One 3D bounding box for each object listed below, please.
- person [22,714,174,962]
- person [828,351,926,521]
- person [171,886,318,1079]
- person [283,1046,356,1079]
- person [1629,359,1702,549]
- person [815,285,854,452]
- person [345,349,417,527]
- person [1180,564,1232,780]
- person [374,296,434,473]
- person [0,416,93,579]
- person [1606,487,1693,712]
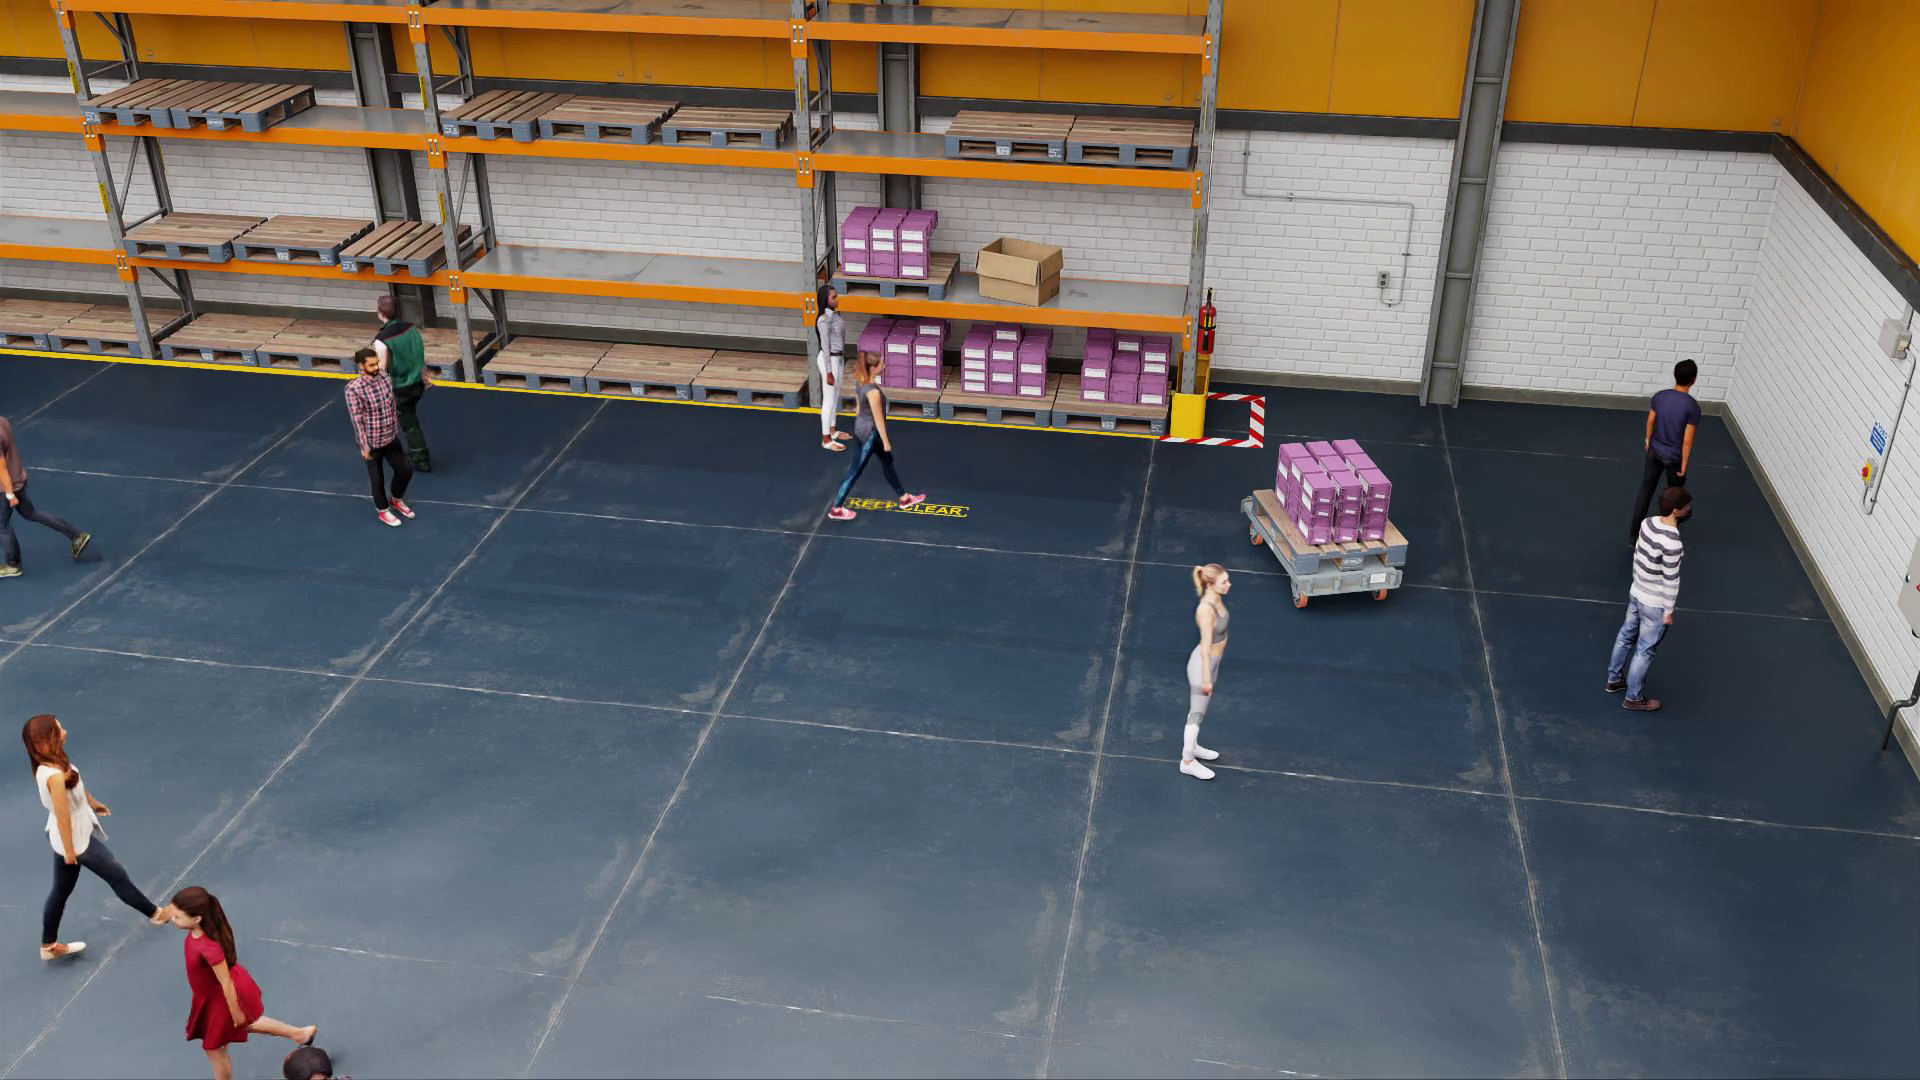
[{"bbox_3d":[-5.557,1.867,10.238,1.122,1.737,1.098,-20,35,-33],"label":"person"},{"bbox_3d":[-0.921,-0.912,15.410,1.248,1.664,0.954,-9,30,-16],"label":"person"},{"bbox_3d":[-4.036,2.505,9.284,1.010,1.531,0.907,-16,32,-27],"label":"person"},{"bbox_3d":[-2.983,3.100,8.003,0.679,1.714,0.721,-25,37,-37],"label":"person"},{"bbox_3d":[6.314,-0.733,14.993,1.133,1.749,1.115,-22,35,-34],"label":"person"},{"bbox_3d":[-1.310,-1.778,16.933,0.517,1.725,0.590,6,29,10],"label":"person"},{"bbox_3d":[-5.449,-0.976,15.435,0.795,1.752,0.791,21,35,33],"label":"person"},{"bbox_3d":[1.768,0.918,12.015,0.532,1.702,0.587,8,30,14],"label":"person"},{"bbox_3d":[-5.403,-1.500,16.319,0.812,1.826,0.775,16,33,27],"label":"person"},{"bbox_3d":[-8.234,-0.508,14.579,1.179,1.751,0.942,-8,30,-14],"label":"person"},{"bbox_3d":[5.294,0.428,12.754,0.654,1.854,0.714,-5,29,-8],"label":"person"}]
